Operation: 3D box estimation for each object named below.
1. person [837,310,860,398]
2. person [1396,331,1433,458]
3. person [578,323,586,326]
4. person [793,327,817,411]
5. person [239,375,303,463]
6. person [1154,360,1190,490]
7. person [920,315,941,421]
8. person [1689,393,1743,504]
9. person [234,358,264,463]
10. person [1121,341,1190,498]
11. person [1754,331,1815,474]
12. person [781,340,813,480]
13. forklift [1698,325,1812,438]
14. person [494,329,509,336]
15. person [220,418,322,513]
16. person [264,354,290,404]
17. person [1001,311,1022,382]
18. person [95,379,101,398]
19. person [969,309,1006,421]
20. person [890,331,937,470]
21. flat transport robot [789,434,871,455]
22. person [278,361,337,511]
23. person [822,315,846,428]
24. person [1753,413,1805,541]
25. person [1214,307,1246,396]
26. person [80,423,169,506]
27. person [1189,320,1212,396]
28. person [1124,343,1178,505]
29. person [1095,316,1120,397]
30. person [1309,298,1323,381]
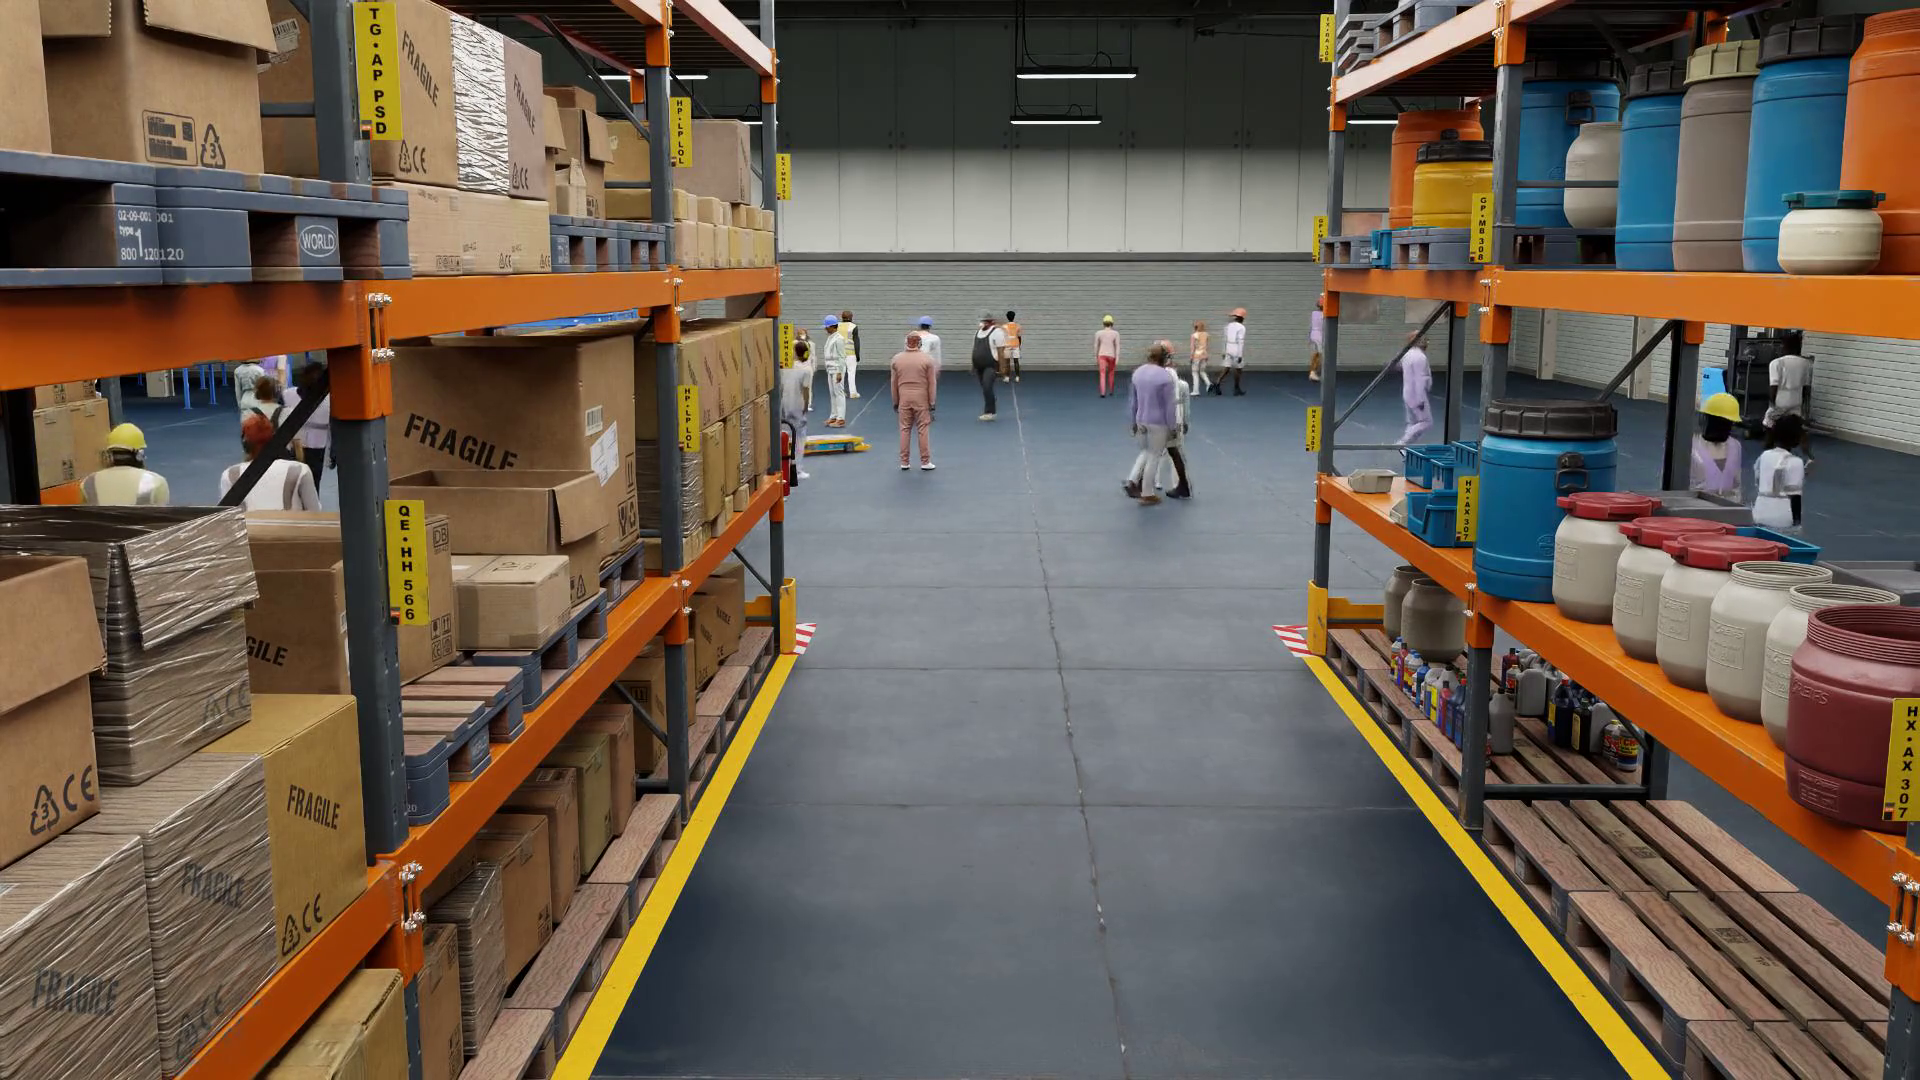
[{"bbox_3d":[-2.387,-3.942,35.253,0.634,1.841,0.429,5,11,27],"label":"person"},{"bbox_3d":[6.503,-2.039,23.686,0.454,1.892,0.672,0,9,0],"label":"person"},{"bbox_3d":[-5.834,-2.409,25.871,0.643,1.911,0.411,-3,10,-18],"label":"person"},{"bbox_3d":[-3.040,-3.314,32.151,0.548,1.614,0.475,-2,10,-14],"label":"person"},{"bbox_3d":[-6.322,-0.602,15.326,0.533,1.816,0.477,-5,11,-26],"label":"person"},{"bbox_3d":[2.637,-1.449,20.969,0.508,1.630,0.324,3,10,19],"label":"person"},{"bbox_3d":[-0.657,-3.070,29.855,0.619,1.911,0.764,3,10,15],"label":"person"},{"bbox_3d":[5.504,-0.141,12.302,0.602,1.901,0.487,-3,10,-19],"label":"person"},{"bbox_3d":[-9.753,-1.843,22.972,0.483,1.745,0.299,3,10,15],"label":"person"},{"bbox_3d":[2.395,-1.461,20.234,0.937,1.885,0.564,3,10,16],"label":"person"},{"bbox_3d":[11.233,-1.858,22.520,0.609,1.935,0.937,-2,10,-12],"label":"person"},{"bbox_3d":[-2.200,-1.704,21.871,0.537,1.834,0.601,6,11,31],"label":"person"},{"bbox_3d":[13.248,-3.165,27.620,1.129,2.768,1.873,0,9,1],"label":"forklift"},{"bbox_3d":[-7.228,-2.428,26.293,0.793,1.809,0.650,-4,10,-21],"label":"person"},{"bbox_3d":[-4.553,0.092,11.118,0.610,1.818,1.023,-2,10,-9],"label":"person"},{"bbox_3d":[-10.291,-2.261,25.310,0.840,1.798,0.700,-9,13,-42],"label":"person"},{"bbox_3d":[1.222,-4.625,39.765,0.540,1.699,0.316,-3,10,-19],"label":"person"},{"bbox_3d":[-8.888,-0.882,16.982,0.588,1.823,0.403,2,10,14],"label":"person"},{"bbox_3d":[0.429,-3.152,30.054,0.755,2.000,0.695,-8,12,-38],"label":"person"},{"bbox_3d":[-0.625,-1.919,22.942,0.643,1.910,0.400,3,10,16],"label":"person"},{"bbox_3d":[-2.116,-1.450,25.150,1.431,0.197,0.652,-7,12,-35],"label":"flat transport robot"},{"bbox_3d":[-6.781,-0.941,17.288,0.661,1.843,0.997,-6,11,-31],"label":"person"},{"bbox_3d":[-2.186,-2.937,28.953,0.411,1.936,0.604,-4,10,-23],"label":"person"},{"bbox_3d":[6.389,-0.151,13.031,0.402,1.687,0.534,0,9,-1],"label":"person"},{"bbox_3d":[5.790,-4.027,35.617,0.883,1.902,0.590,-7,12,-36],"label":"person"},{"bbox_3d":[-5.578,0.106,11.203,0.611,1.780,0.974,-1,9,-3],"label":"person"},{"bbox_3d":[5.156,-3.902,35.655,0.533,1.621,0.429,-7,12,-37],"label":"person"},{"bbox_3d":[2.291,-1.368,19.644,0.446,1.914,0.639,-7,12,-38],"label":"person"},{"bbox_3d":[3.139,-3.915,35.478,0.539,1.713,0.952,1,10,7],"label":"person"},{"bbox_3d":[8.683,-4.849,40.239,0.418,2.004,0.685,-1,10,-8],"label":"person"}]
